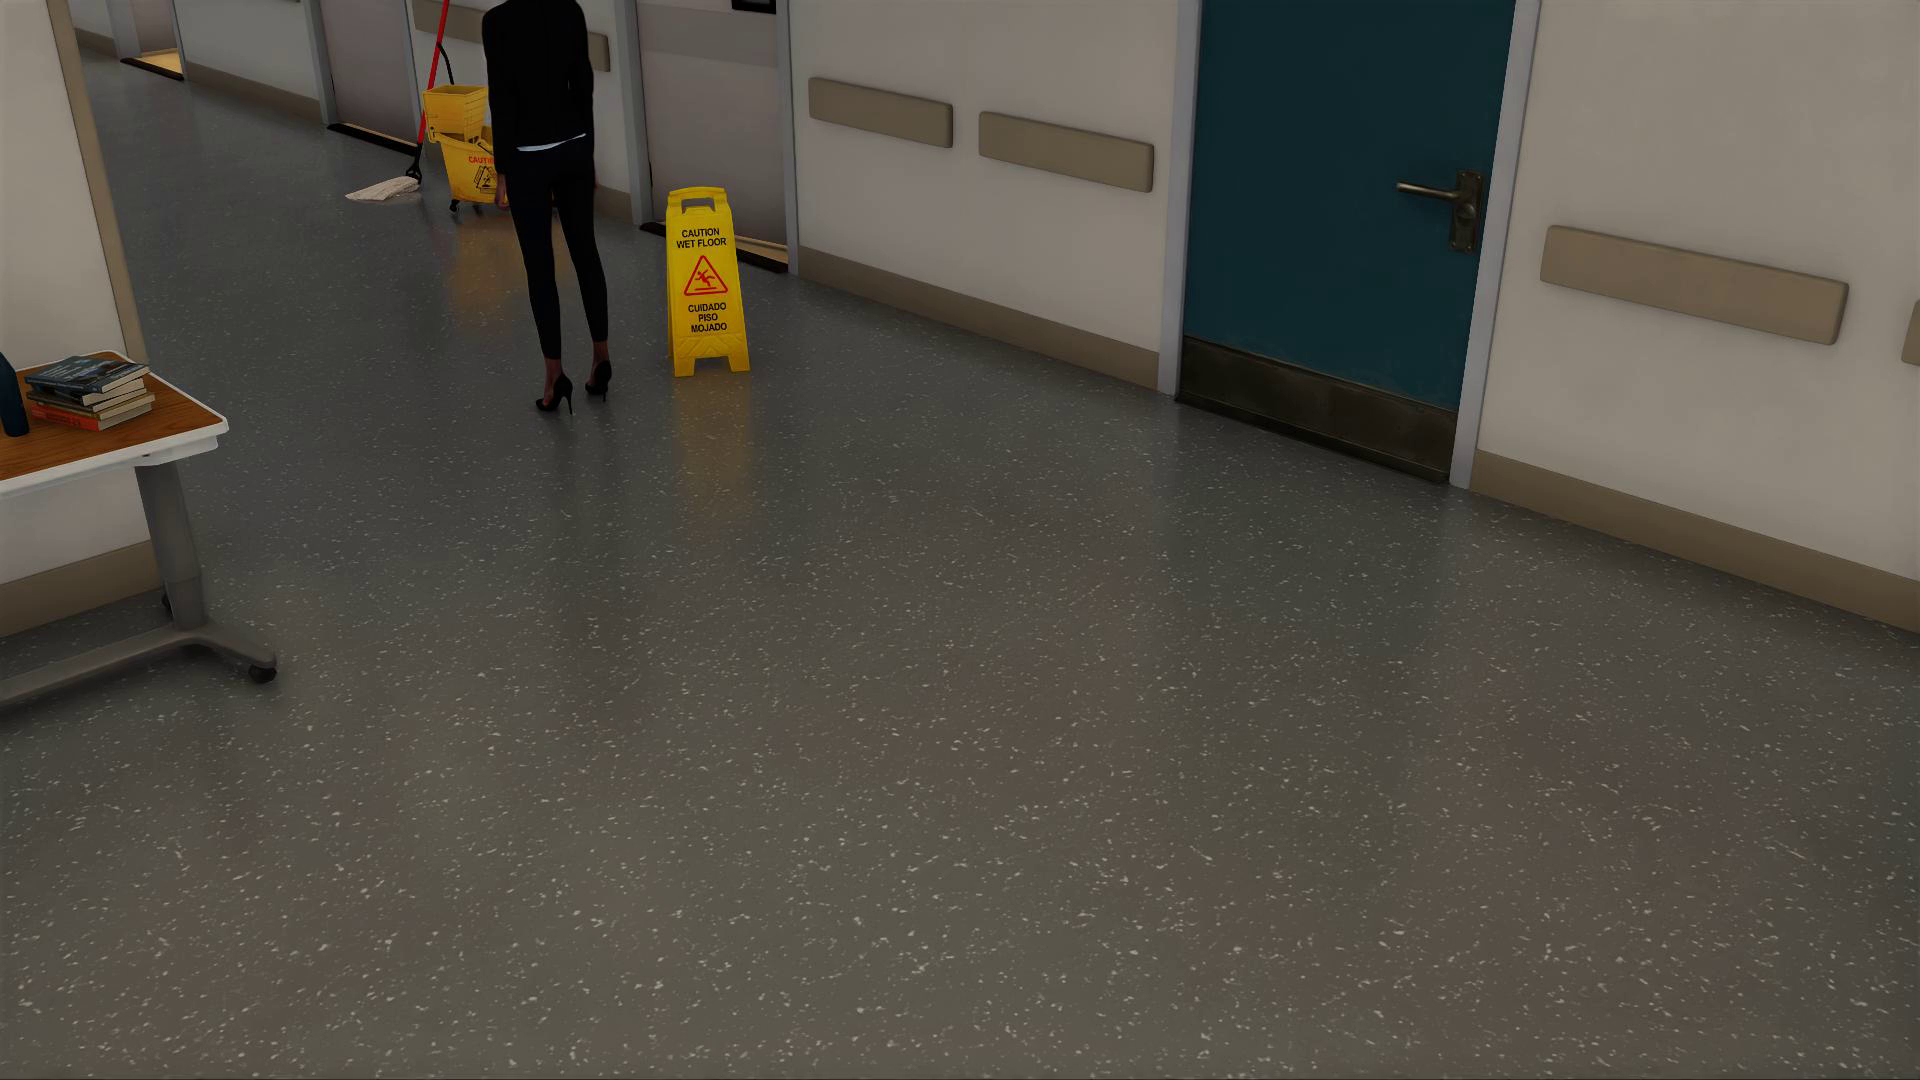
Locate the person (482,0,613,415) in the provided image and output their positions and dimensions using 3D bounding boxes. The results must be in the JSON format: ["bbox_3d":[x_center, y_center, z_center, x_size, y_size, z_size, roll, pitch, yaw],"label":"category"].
[{"bbox_3d":[-1.556,-1.384,6.314,0.589,1.835,0.506,-23,34,-38],"label":"person"}]
